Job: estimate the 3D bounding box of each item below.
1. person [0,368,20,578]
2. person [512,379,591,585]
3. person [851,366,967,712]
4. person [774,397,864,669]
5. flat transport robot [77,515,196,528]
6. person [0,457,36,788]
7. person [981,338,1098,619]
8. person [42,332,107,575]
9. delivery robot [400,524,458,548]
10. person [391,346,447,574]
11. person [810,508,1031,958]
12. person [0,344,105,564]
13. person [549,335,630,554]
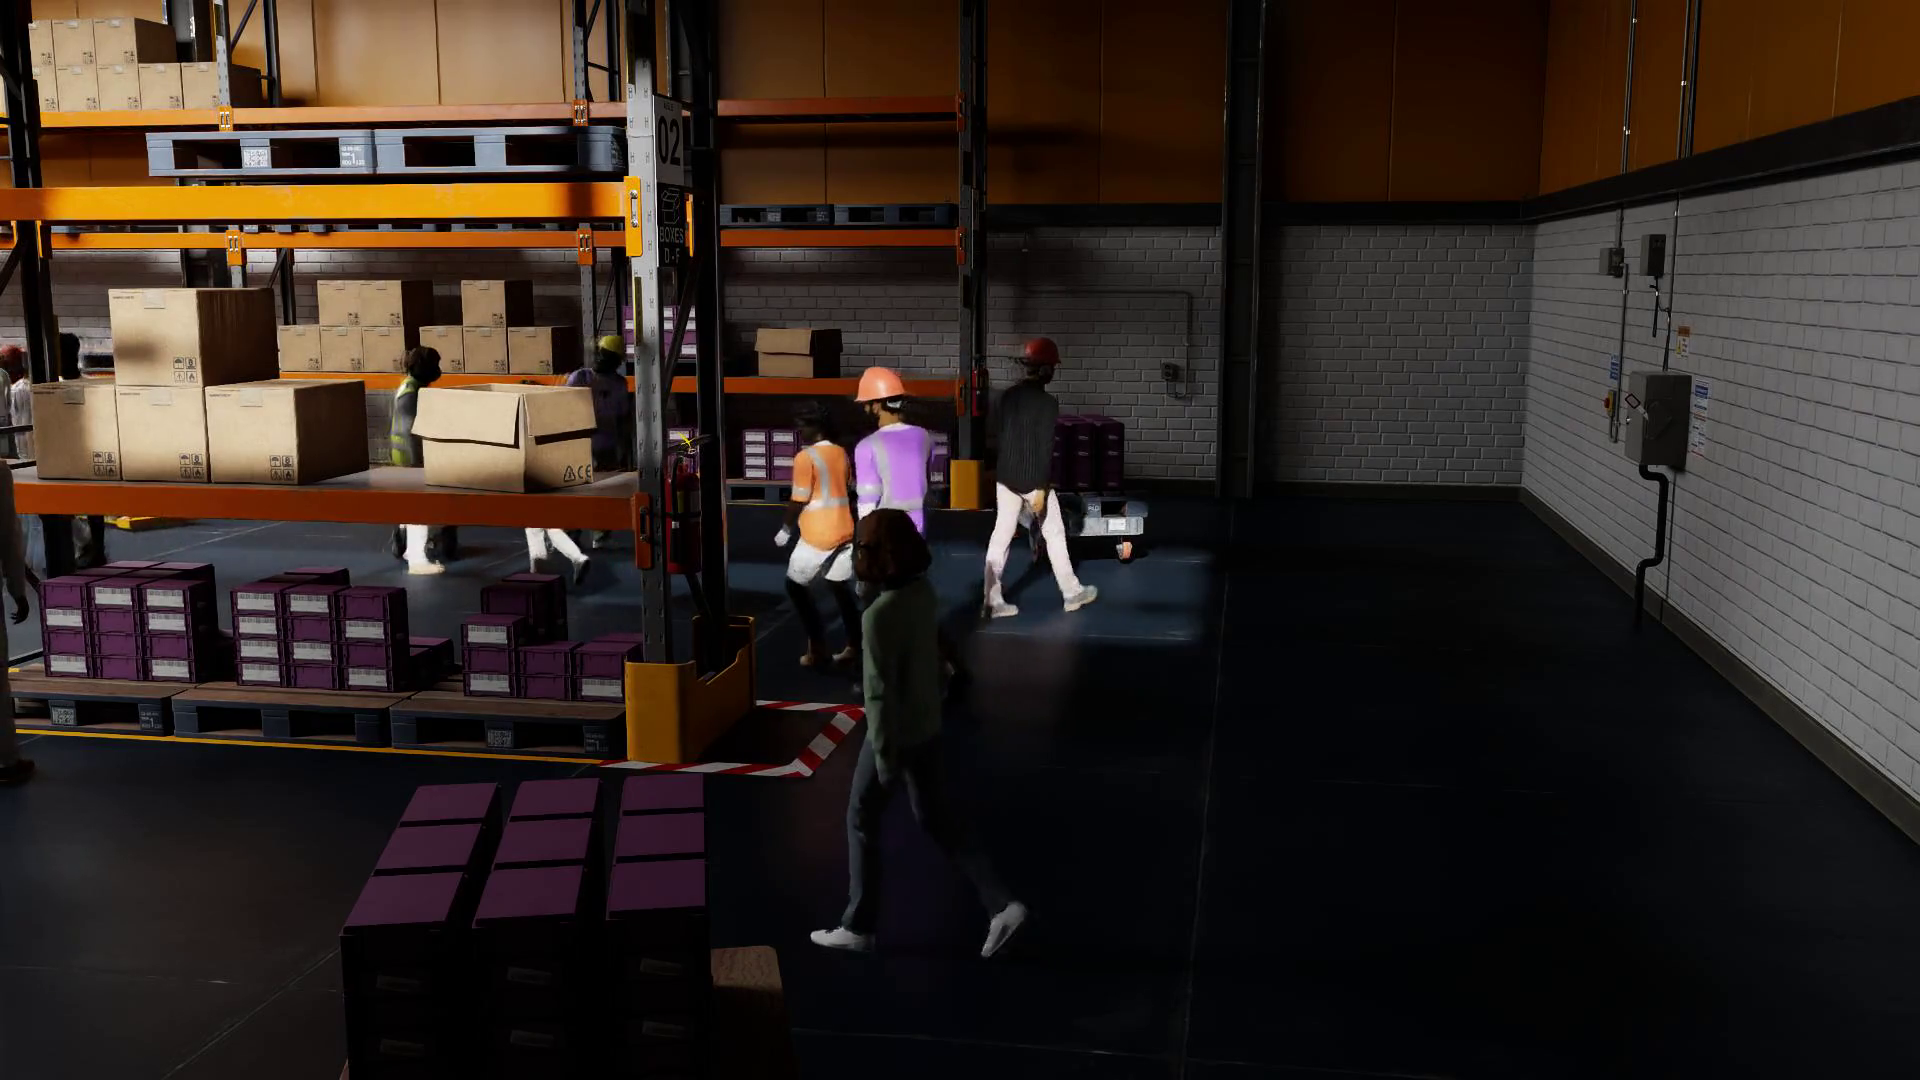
[{"bbox_3d":[-7.553,-0.680,12.883,0.376,2.047,0.605,3,10,20],"label":"person"},{"bbox_3d":[-3.087,-0.397,12.426,0.465,1.618,0.535,2,9,13],"label":"person"},{"bbox_3d":[-0.303,0.008,9.074,0.554,1.907,0.818,-7,12,-39],"label":"person"},{"bbox_3d":[-0.824,-0.022,9.956,0.431,1.667,0.546,4,10,24],"label":"person"},{"bbox_3d":[-8.083,-0.304,16.043,1.431,0.197,0.652,6,11,34],"label":"flat transport robot"},{"bbox_3d":[-4.653,0.233,7.726,0.584,1.880,0.337,-2,9,-14],"label":"person"},{"bbox_3d":[0.551,-0.434,11.670,0.998,1.944,0.629,-8,12,-40],"label":"person"},{"bbox_3d":[-7.014,-0.664,13.117,0.638,1.933,0.644,3,9,15],"label":"person"},{"bbox_3d":[-4.527,-0.192,14.183,0.477,0.478,0.707,-1,9,-4],"label":"delivery robot"},{"bbox_3d":[-4.286,-0.626,13.244,0.439,1.825,0.656,-1,9,-9],"label":"person"},{"bbox_3d":[-0.140,0.684,5.780,0.746,1.605,0.502,5,10,27],"label":"person"},{"bbox_3d":[-7.493,-0.669,13.507,0.886,1.846,0.597,-5,10,-26],"label":"person"},{"bbox_3d":[-3.167,-0.808,14.223,0.760,1.877,0.394,-7,12,-38],"label":"person"}]
